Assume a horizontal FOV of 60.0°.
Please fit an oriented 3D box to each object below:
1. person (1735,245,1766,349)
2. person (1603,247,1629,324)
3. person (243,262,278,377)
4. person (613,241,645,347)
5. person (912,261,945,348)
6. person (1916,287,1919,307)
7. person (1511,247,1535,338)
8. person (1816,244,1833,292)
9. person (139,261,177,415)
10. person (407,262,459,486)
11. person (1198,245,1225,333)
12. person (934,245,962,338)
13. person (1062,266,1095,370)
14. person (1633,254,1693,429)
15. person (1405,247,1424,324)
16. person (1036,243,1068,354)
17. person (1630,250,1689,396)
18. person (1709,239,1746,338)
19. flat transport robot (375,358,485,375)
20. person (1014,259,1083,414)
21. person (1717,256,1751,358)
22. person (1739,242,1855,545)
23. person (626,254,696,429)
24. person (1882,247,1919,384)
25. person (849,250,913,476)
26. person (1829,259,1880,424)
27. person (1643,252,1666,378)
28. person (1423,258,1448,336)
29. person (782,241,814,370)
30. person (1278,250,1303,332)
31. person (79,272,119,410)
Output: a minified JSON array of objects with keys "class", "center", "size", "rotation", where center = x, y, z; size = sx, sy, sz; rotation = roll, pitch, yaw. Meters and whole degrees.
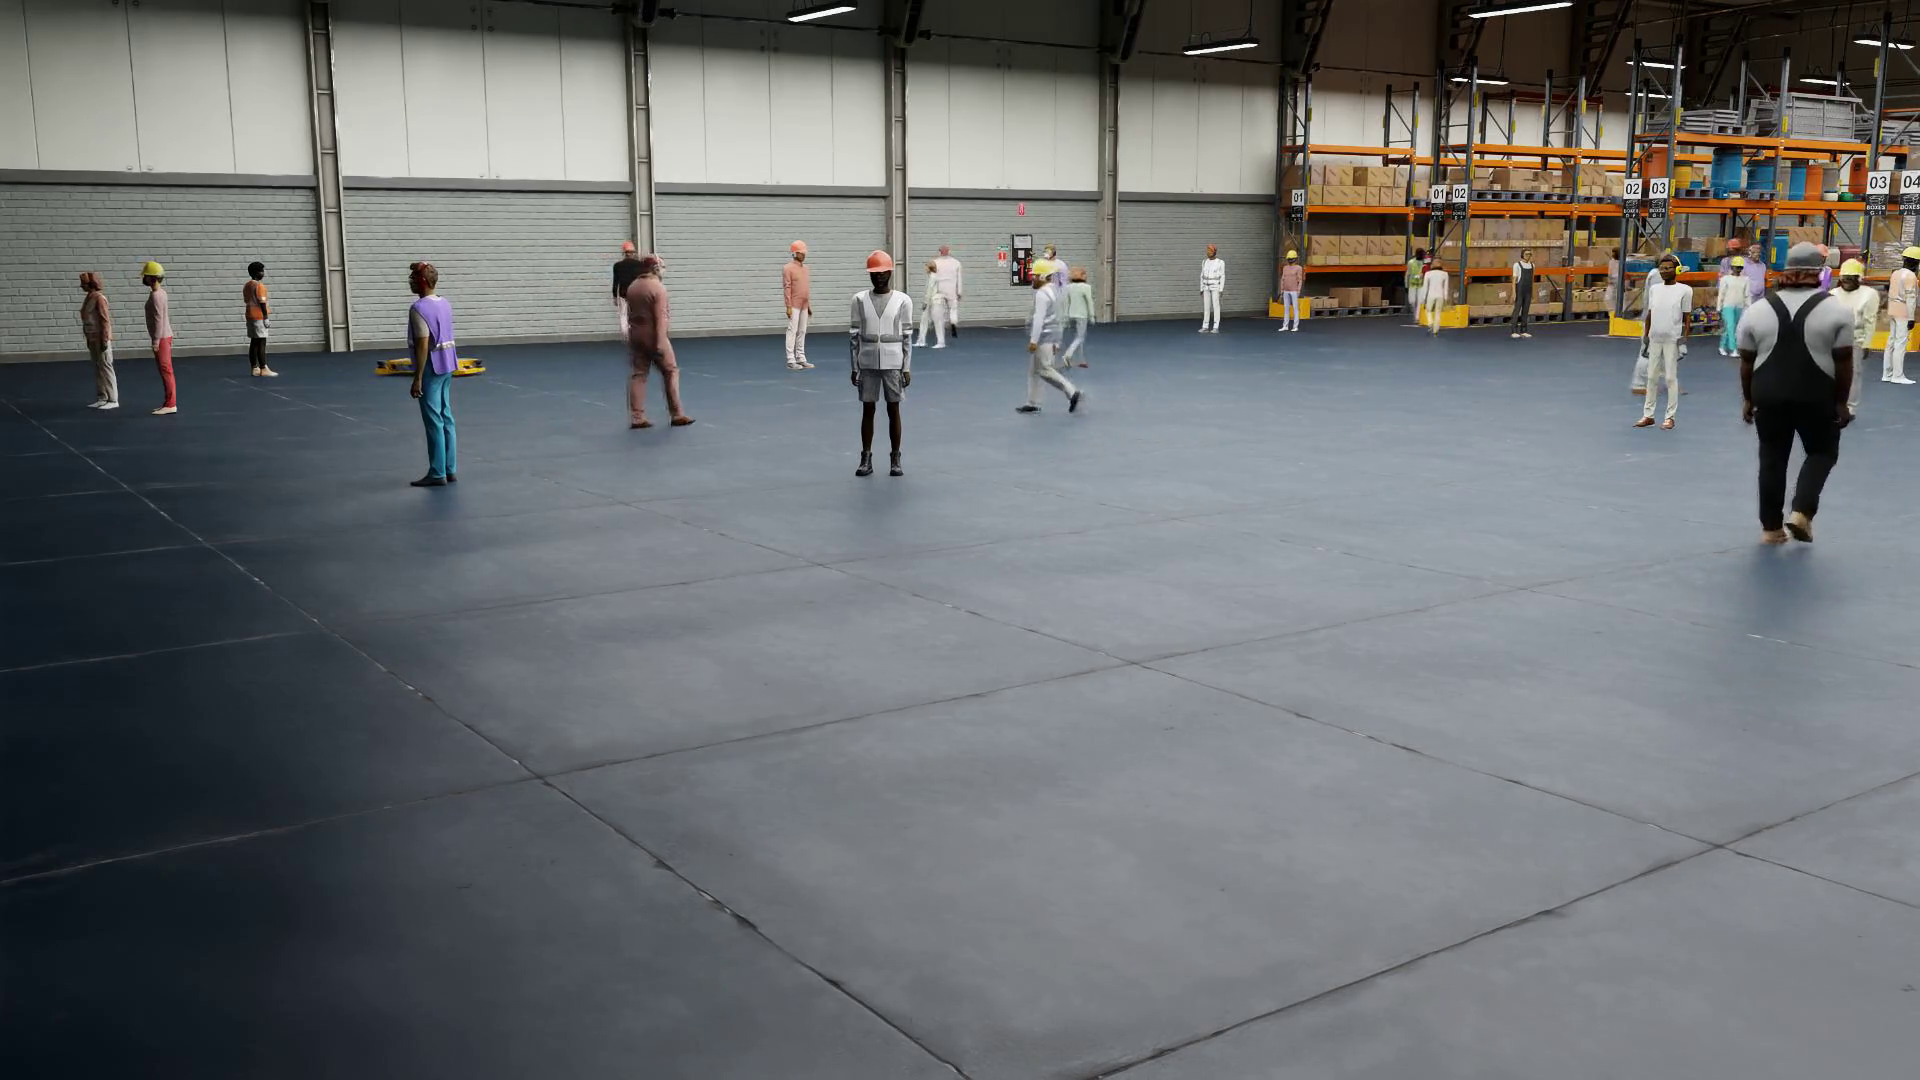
[{"class":"person","center":[14.507,-4.443,30.482],"size":[0.652,1.906,0.409],"rotation":[-4,11,-20]},{"class":"person","center":[15.409,-5.959,39.023],"size":[0.443,1.826,0.645],"rotation":[-5,12,-27]},{"class":"person","center":[-10.335,-3.244,24.496],"size":[0.532,1.693,0.319],"rotation":[9,14,41]},{"class":"person","center":[-6.160,-4.579,31.054],"size":[0.637,1.972,0.836],"rotation":[-2,10,-10]},{"class":"person","center":[-0.609,-4.331,30.670],"size":[0.728,1.609,0.517],"rotation":[-2,10,-9]},{"class":"person","center":[19.146,-4.966,33.296],"size":[0.625,1.934,0.364],"rotation":[5,12,27]},{"class":"person","center":[11.491,-5.037,33.908],"size":[0.519,1.844,0.331],"rotation":[-4,11,-21]},{"class":"person","center":[13.754,-3.778,26.750],"size":[0.547,1.938,0.377],"rotation":[-2,10,-9]},{"class":"person","center":[-9.327,-2.345,19.357],"size":[0.301,1.772,0.525],"rotation":[-4,11,-21]},{"class":"person","center":[-4.370,-1.370,13.793],"size":[0.389,1.849,0.565],"rotation":[1,10,5]},{"class":"person","center":[5.393,-5.378,35.664],"size":[0.572,1.886,0.353],"rotation":[9,14,41]},{"class":"person","center":[-0.296,-5.020,33.665],"size":[0.670,1.891,0.545],"rotation":[-2,10,-10]},{"class":"person","center":[1.807,-3.455,25.881],"size":[0.724,1.606,0.499],"rotation":[-10,14,-44]},{"class":"person","center":[7.565,-2.124,17.873],"size":[0.329,1.872,0.509],"rotation":[-9,13,-40]},{"class":"person","center":[10.876,-6.033,39.439],"size":[0.628,1.826,0.564],"rotation":[5,12,26]},{"class":"person","center":[1.597,-4.260,29.389],"size":[0.636,1.938,0.358],"rotation":[8,13,38]},{"class":"person","center":[9.023,-2.757,21.315],"size":[0.744,1.884,0.702],"rotation":[7,12,34]},{"class":"person","center":[15.575,-5.095,33.795],"size":[0.997,1.995,0.629],"rotation":[-4,11,-22]},{"class":"flat transport robot","center":[-7.920,-2.597,24.849],"size":[1.431,0.197,0.652],"rotation":[2,10,9]},{"class":"person","center":[1.035,-2.340,19.235],"size":[0.760,1.811,0.604],"rotation":[2,11,11]},{"class":"person","center":[13.329,-4.026,28.686],"size":[0.534,1.725,0.882],"rotation":[-1,10,-4]},{"class":"person","center":[5.554,-0.967,11.059],"size":[0.710,2.000,0.536],"rotation":[9,13,40]},{"class":"person","center":[-3.261,-2.151,18.030],"size":[0.641,1.870,0.858],"rotation":[8,13,38]},{"class":"person","center":[13.268,-3.155,23.390],"size":[0.378,1.918,0.585],"rotation":[1,10,4]},{"class":"person","center":[-0.681,-1.512,14.333],"size":[0.545,1.938,0.361],"rotation":[0,10,3]},{"class":"person","center":[9.677,-2.156,18.205],"size":[0.743,1.801,0.601],"rotation":[-9,13,-39]},{"class":"person","center":[10.263,-3.307,24.442],"size":[0.429,1.839,0.634],"rotation":[5,12,26]},{"class":"person","center":[9.858,-5.035,34.499],"size":[0.512,1.620,0.344],"rotation":[1,10,6]},{"class":"person","center":[-2.519,-3.655,25.936],"size":[0.385,1.990,0.608],"rotation":[6,12,29]},{"class":"person","center":[7.214,-5.426,36.256],"size":[0.306,1.770,0.525],"rotation":[-10,14,-43]},{"class":"person","center":[-10.315,-2.377,19.900],"size":[0.520,1.636,0.312],"rotation":[10,14,43]}]
